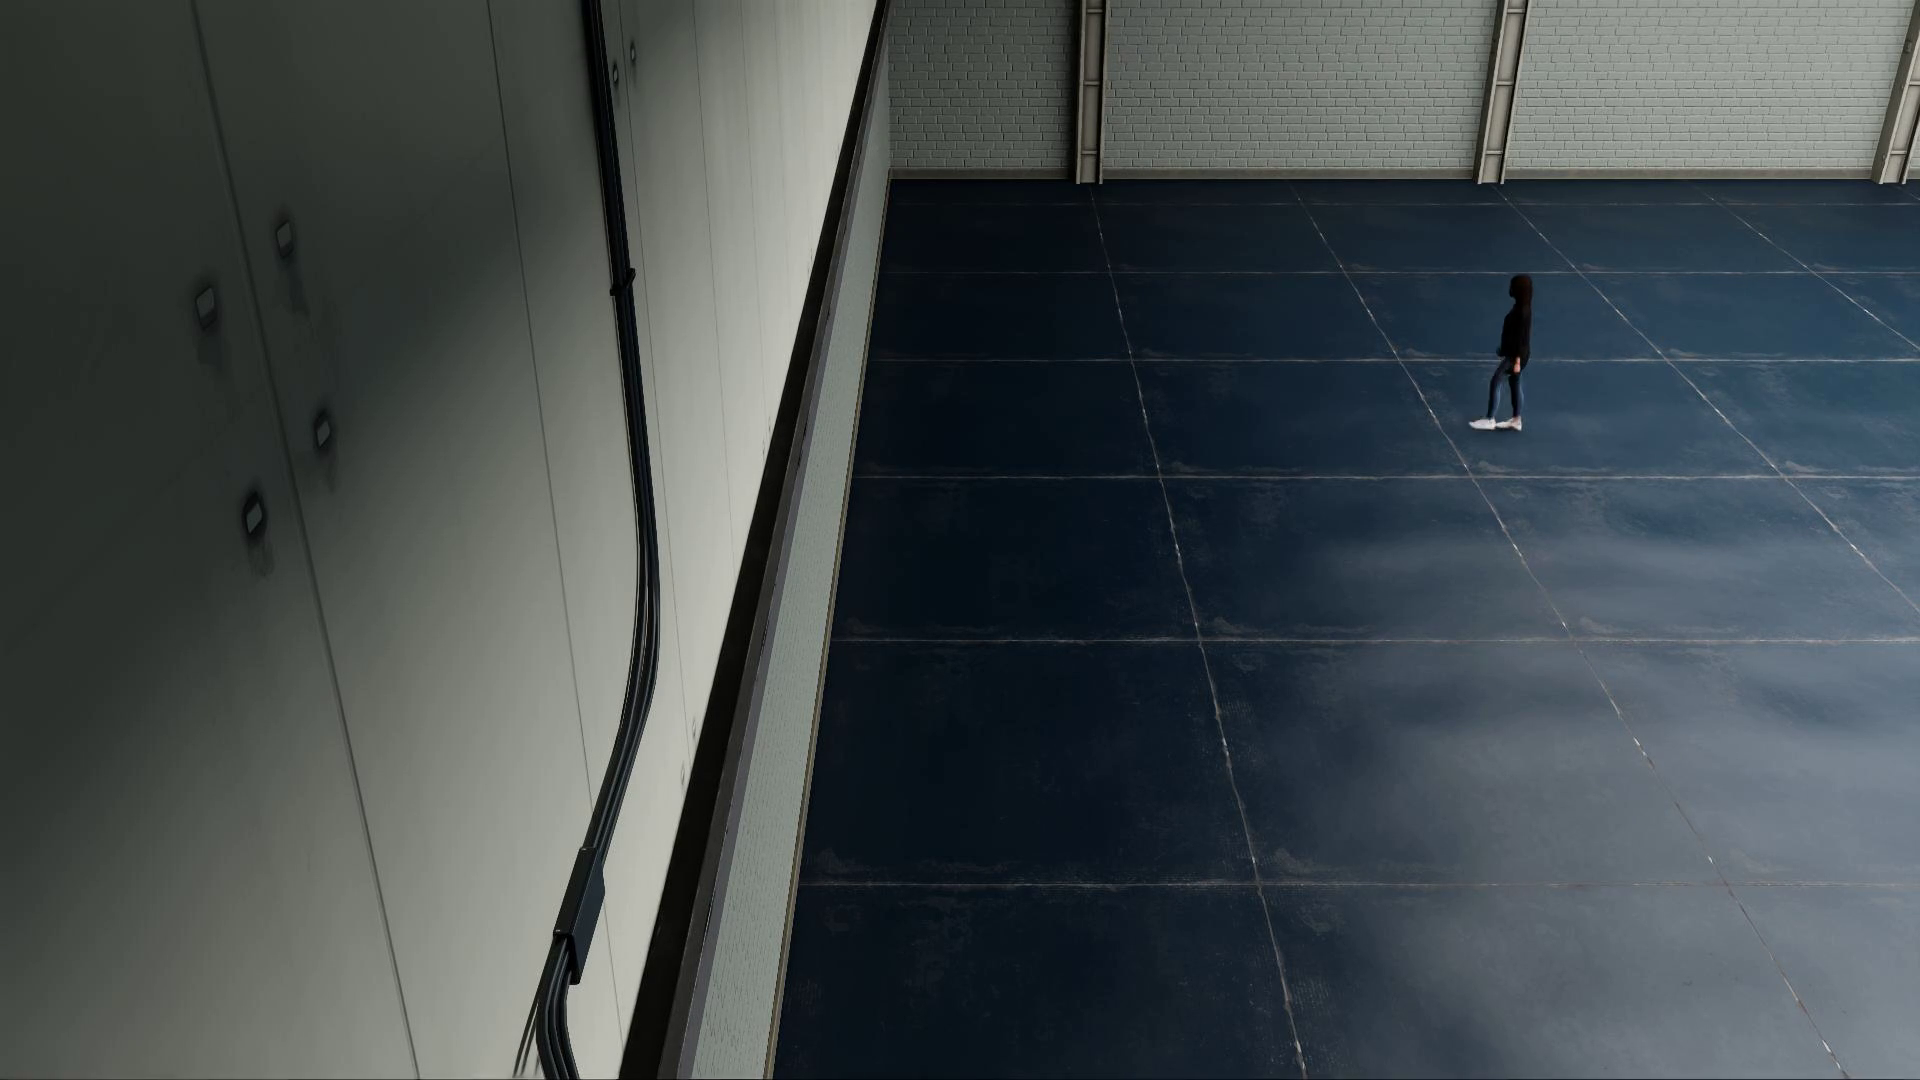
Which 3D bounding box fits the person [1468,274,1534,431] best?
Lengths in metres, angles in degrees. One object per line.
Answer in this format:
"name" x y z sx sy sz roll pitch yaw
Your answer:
"person" 5.605 -1.841 16.565 0.831 1.633 0.728 8 29 14
